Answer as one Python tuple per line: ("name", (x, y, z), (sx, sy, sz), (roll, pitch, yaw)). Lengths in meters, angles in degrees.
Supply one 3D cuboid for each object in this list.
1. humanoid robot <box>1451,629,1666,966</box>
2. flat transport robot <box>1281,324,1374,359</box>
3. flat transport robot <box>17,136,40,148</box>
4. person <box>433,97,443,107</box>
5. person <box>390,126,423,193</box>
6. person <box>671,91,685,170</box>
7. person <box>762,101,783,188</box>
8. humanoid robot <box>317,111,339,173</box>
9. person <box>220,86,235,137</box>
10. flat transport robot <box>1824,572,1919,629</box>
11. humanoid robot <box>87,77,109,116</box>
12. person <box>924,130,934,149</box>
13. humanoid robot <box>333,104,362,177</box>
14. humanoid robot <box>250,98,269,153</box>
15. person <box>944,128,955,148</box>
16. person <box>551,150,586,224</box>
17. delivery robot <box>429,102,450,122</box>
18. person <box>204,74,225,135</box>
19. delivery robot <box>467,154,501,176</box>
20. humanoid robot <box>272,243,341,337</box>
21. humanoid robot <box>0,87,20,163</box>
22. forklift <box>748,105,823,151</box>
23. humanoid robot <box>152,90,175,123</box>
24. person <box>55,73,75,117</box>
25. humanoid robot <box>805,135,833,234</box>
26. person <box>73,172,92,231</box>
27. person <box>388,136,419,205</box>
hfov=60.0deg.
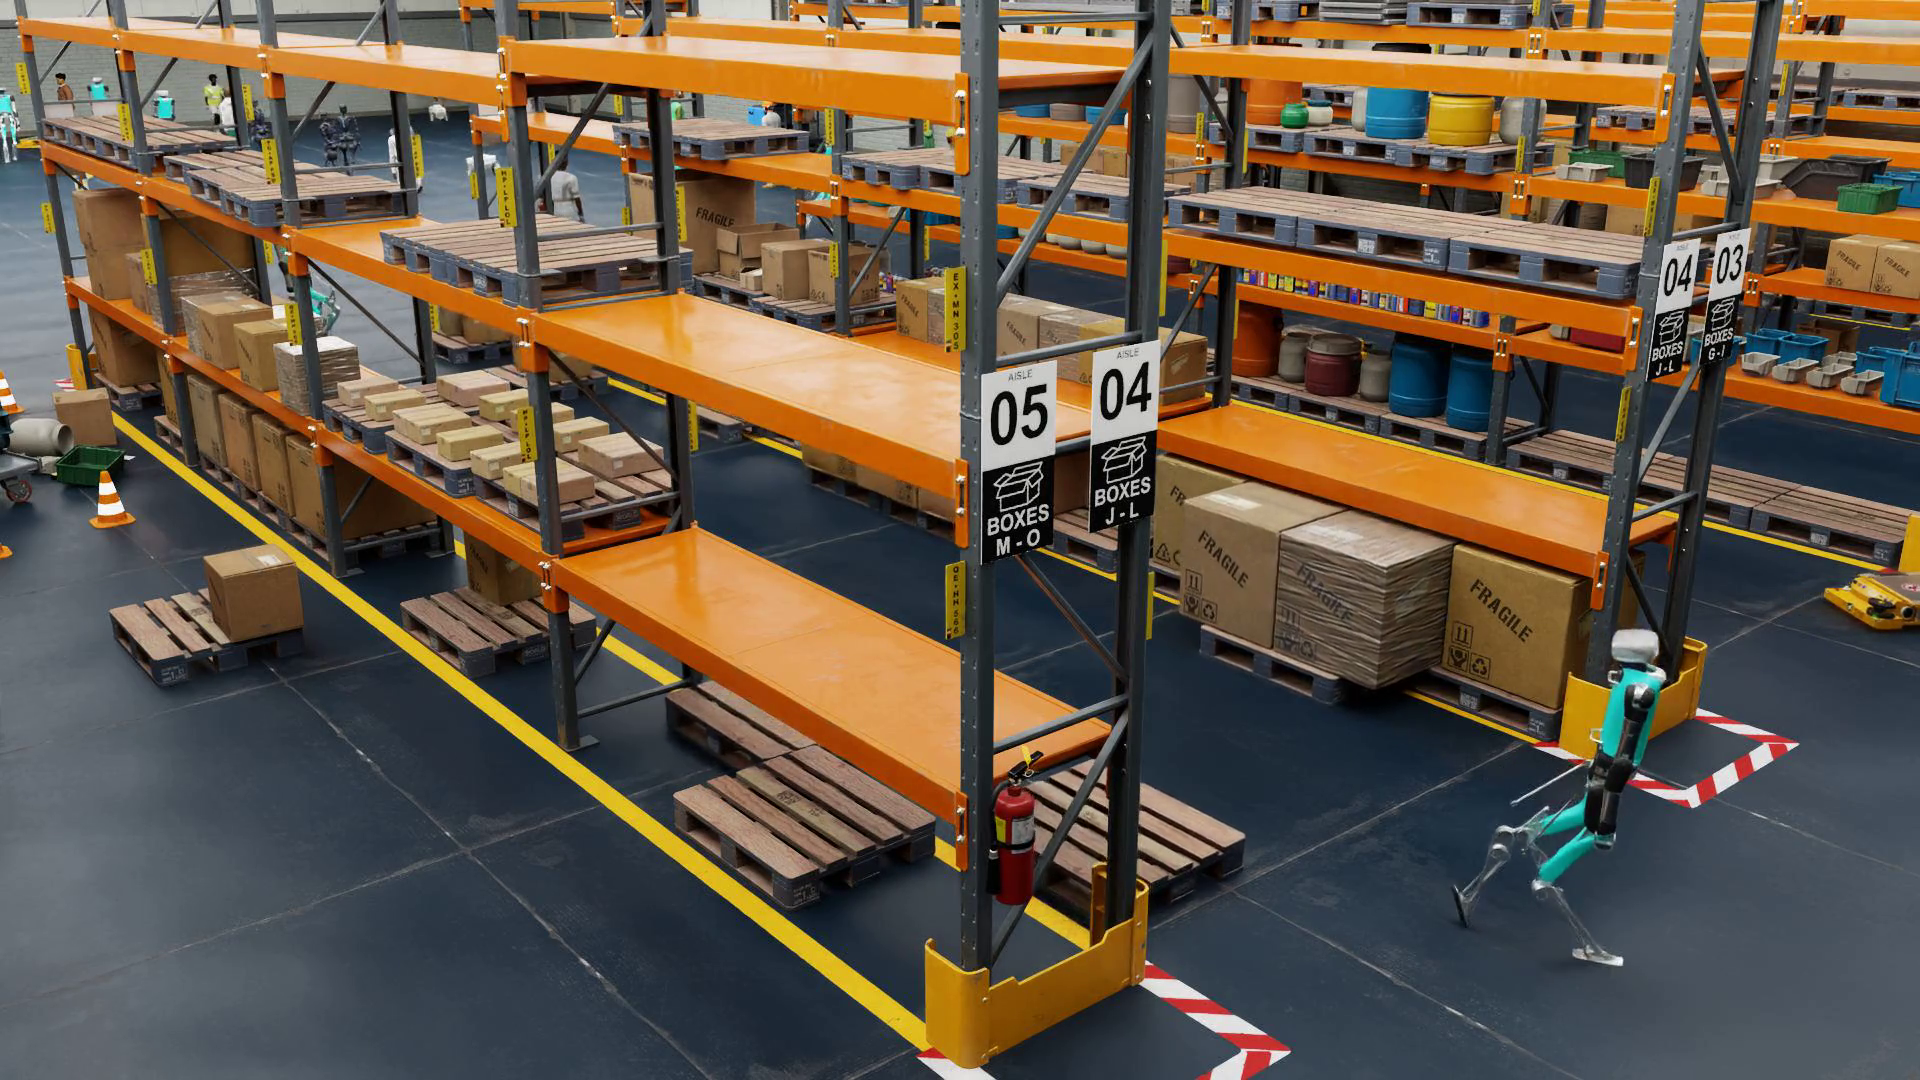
("humanoid robot", (2.874, 1.242, 8.215), (0.973, 1.761, 0.553), (7, 20, 19))
("flat transport robot", (4.489, -2.484, 21.004), (0.659, 0.231, 1.431), (-13, 23, -33))
("flat transport robot", (-24.134, -10.459, 43.703), (0.659, 0.231, 1.431), (1, 19, 3))
("person", (-16.232, -14.090, 51.612), (0.506, 1.876, 0.385), (10, 22, 26))
("person", (-11.583, -8.102, 34.804), (0.531, 1.712, 0.835), (-16, 25, -38))
("person", (-6.431, -9.312, 37.885), (0.401, 1.970, 0.479), (-8, 21, -22))
("person", (-4.059, -8.522, 35.753), (0.389, 1.889, 0.569), (16, 25, 38))
("humanoid robot", (-13.471, -8.342, 35.561), (0.467, 1.636, 0.589), (-3, 20, -9))
("person", (-17.089, -9.708, 39.137), (0.494, 1.881, 0.865), (-12, 23, -30))
("flat transport robot", (7.440, 0.455, 12.640), (1.431, 0.231, 0.659), (-2, 19, -5))
("humanoid robot", (-22.616, -11.278, 43.985), (0.542, 1.896, 0.748), (-3, 20, -8))
("person", (-0.676, -7.409, 32.818), (0.323, 1.735, 0.468), (18, 26, 42))
("humanoid robot", (-13.749, -8.958, 37.364), (0.589, 1.622, 0.786), (-3, 20, -9))
("humanoid robot", (-16.321, -9.443, 38.709), (0.504, 1.646, 0.587), (3, 20, 8))
("person", (-0.199, -6.845, 31.218), (0.731, 1.719, 0.594), (8, 21, 22))
("person", (-6.151, -5.148, 26.081), (0.632, 1.921, 0.974), (9, 21, 23))
("delivery robot", (-15.810, -12.951, 50.334), (0.499, 0.576, 0.757), (-12, 23, -31))
("person", (-20.569, -12.041, 46.068), (0.633, 1.669, 0.551), (13, 23, 33))
("delivery robot", (-10.890, -8.574, 37.934), (0.499, 0.614, 0.815), (7, 21, 19))
("humanoid robot", (-8.110, -3.186, 20.795), (0.832, 1.752, 0.545), (1, 19, 2))
("humanoid robot", (-23.019, -9.936, 40.175), (0.543, 1.893, 0.765), (-8, 21, -21))
("forklift", (-4.526, -11.368, 42.374), (1.129, 2.768, 1.873), (-15, 24, -37))
("humanoid robot", (-19.118, -9.839, 39.745), (0.888, 1.774, 0.536), (12, 23, 32))
("person", (-23.645, -11.419, 44.041), (0.779, 1.855, 0.397), (16, 25, 38))
("humanoid robot", (-2.523, -6.357, 29.883), (0.902, 1.805, 0.552), (-15, 25, -37))
("person", (-15.824, -6.480, 29.933), (0.384, 1.890, 0.546), (-11, 22, -28))
("person", (-10.426, -6.965, 31.327), (0.572, 1.883, 0.354), (-11, 22, -29))
